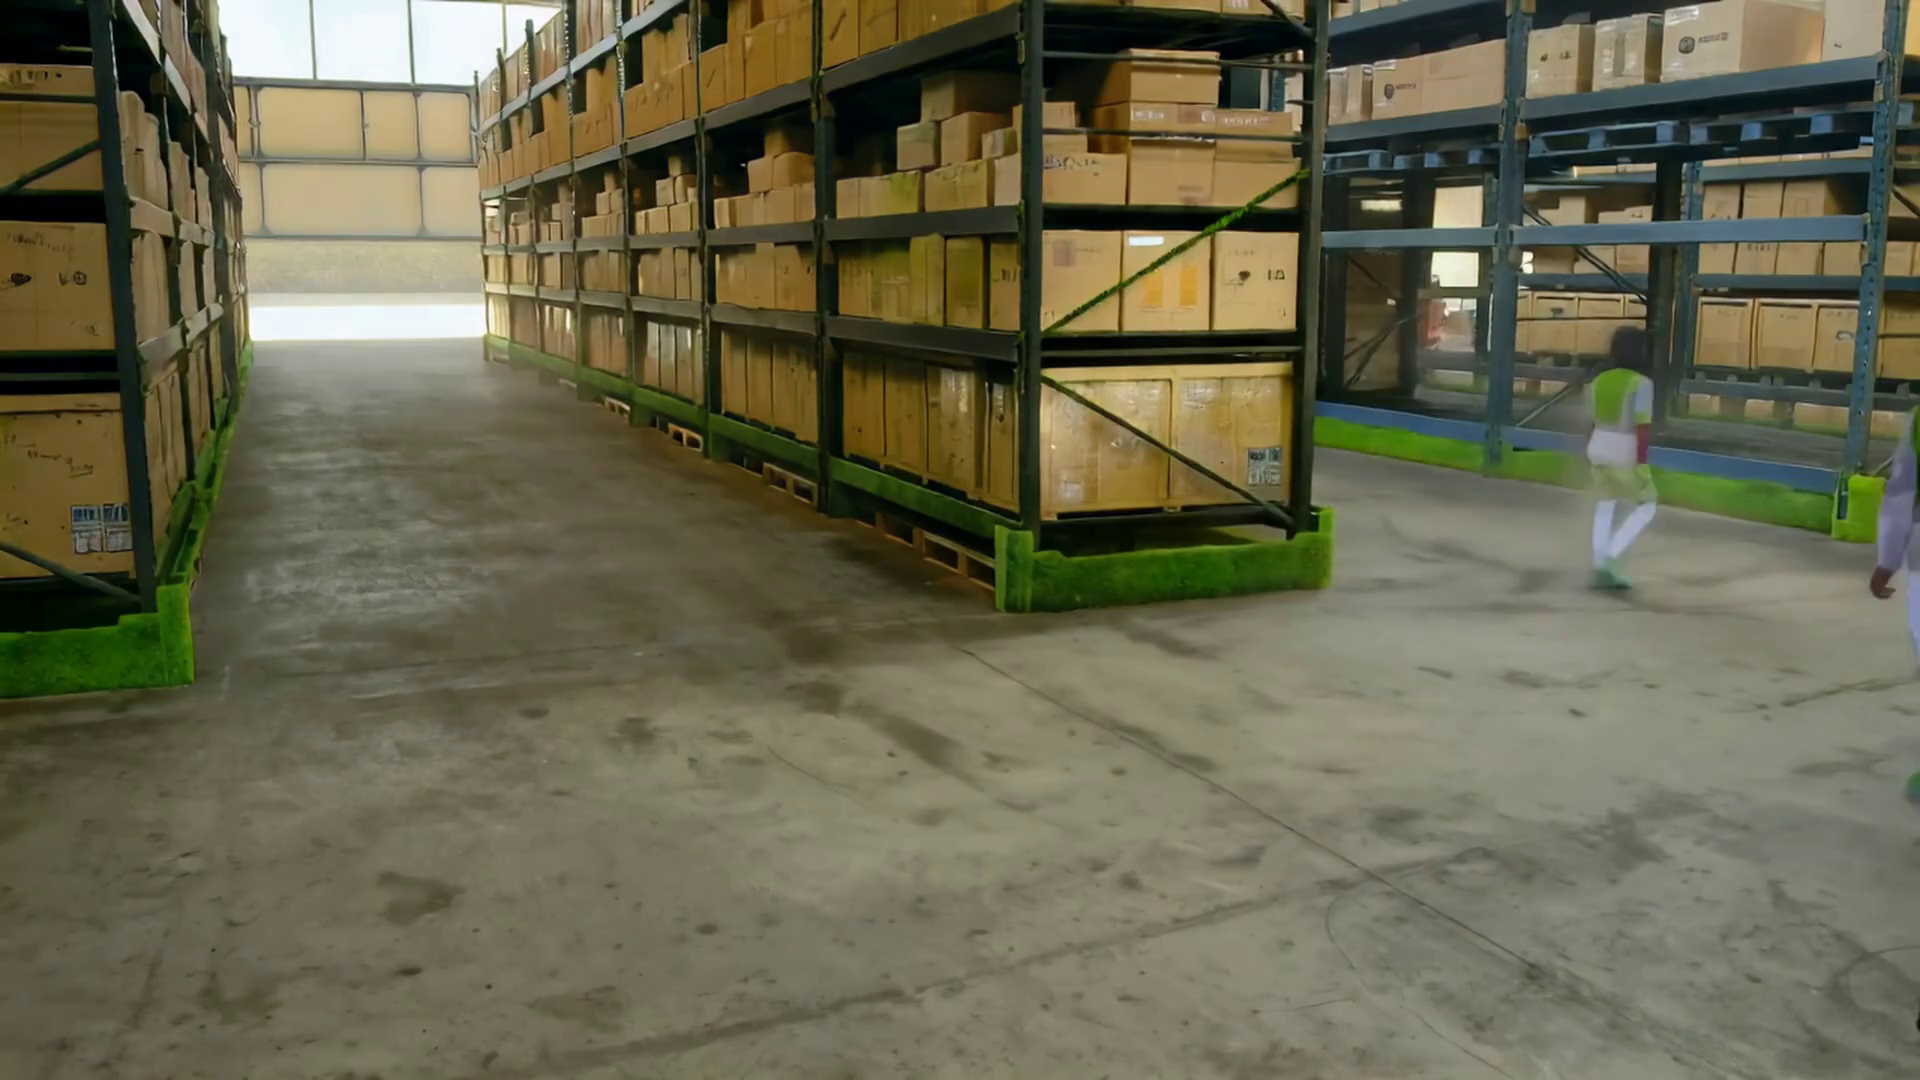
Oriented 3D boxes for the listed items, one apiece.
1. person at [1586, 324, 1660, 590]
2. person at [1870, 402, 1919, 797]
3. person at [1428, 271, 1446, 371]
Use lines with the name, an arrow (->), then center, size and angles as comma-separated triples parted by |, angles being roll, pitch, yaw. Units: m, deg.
person -> 4.149, -0.504, 10.432 | 0.370, 1.683, 0.554 | -3, 10, -19
person -> 3.851, 0.115, 6.355 | 0.455, 1.828, 0.625 | -7, 12, -35
person -> 9.023, -4.214, 32.010 | 0.539, 1.915, 0.854 | -4, 10, -21
